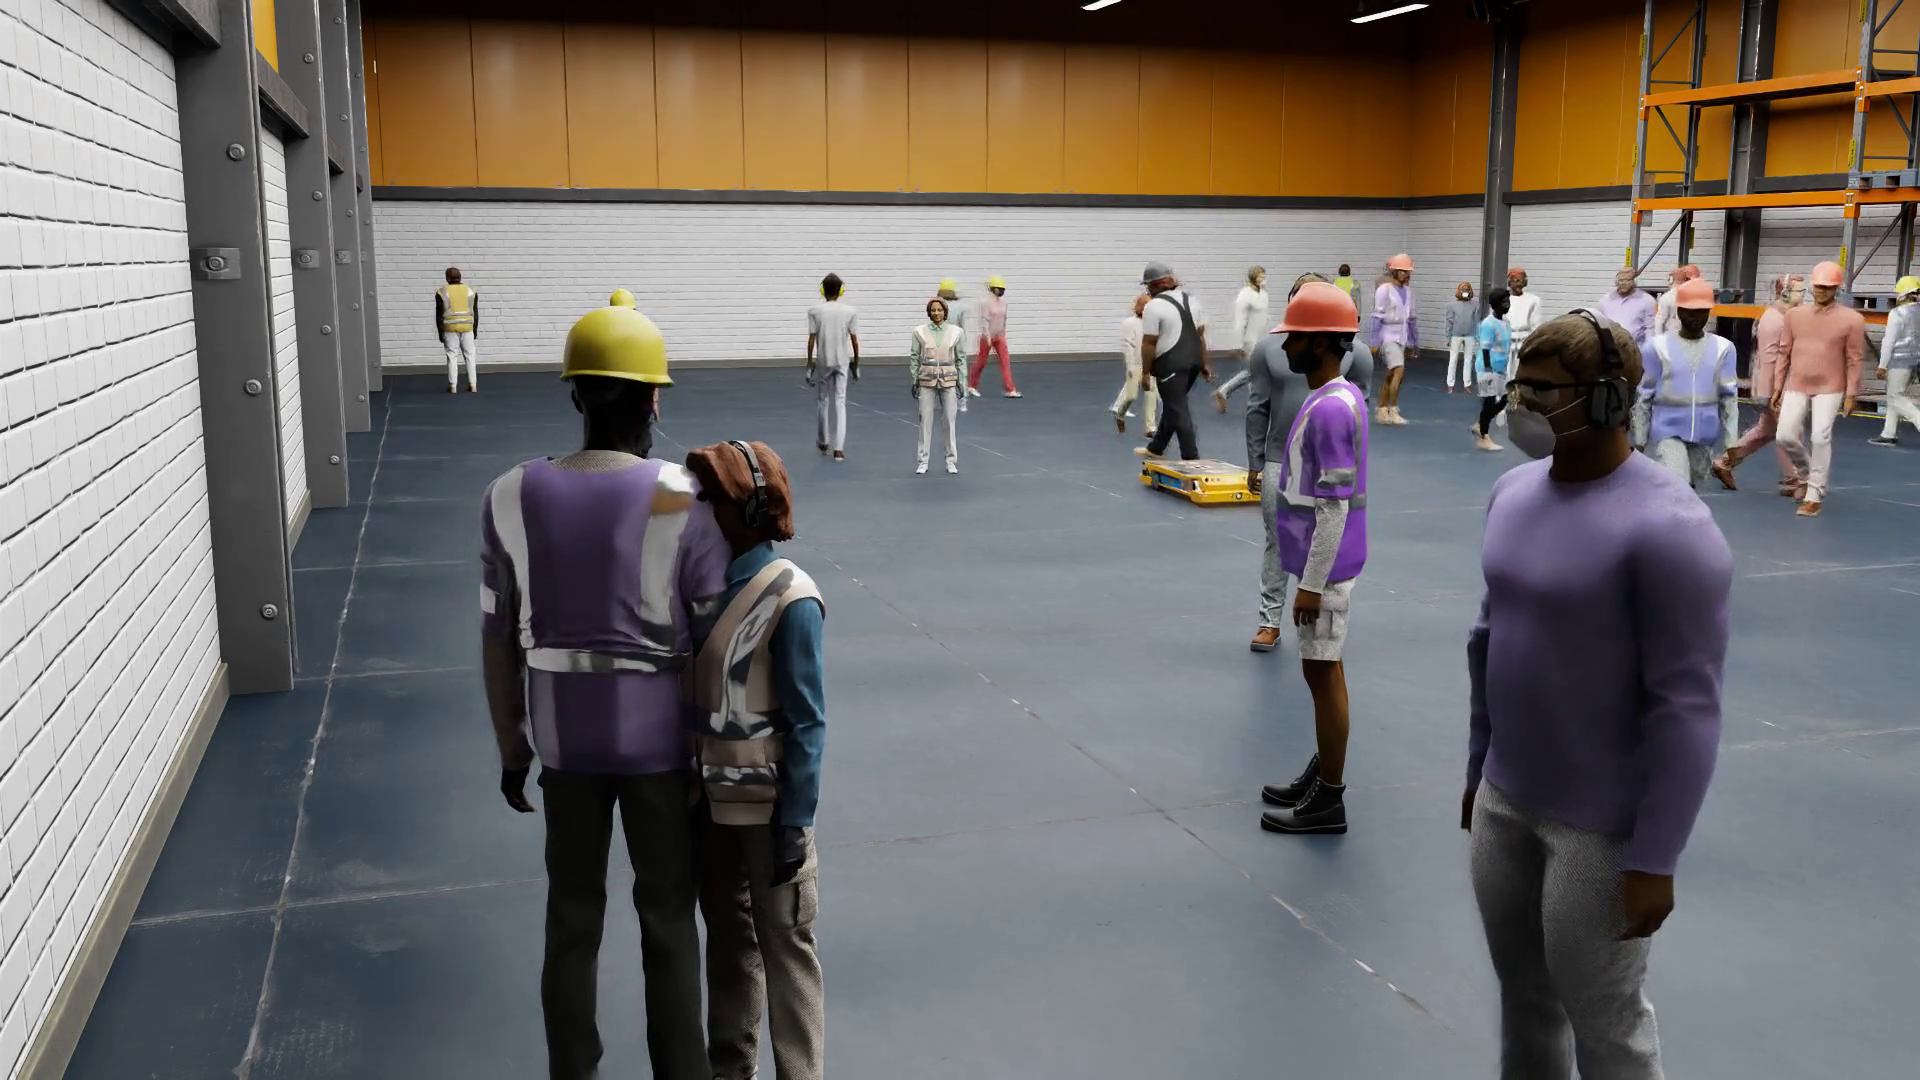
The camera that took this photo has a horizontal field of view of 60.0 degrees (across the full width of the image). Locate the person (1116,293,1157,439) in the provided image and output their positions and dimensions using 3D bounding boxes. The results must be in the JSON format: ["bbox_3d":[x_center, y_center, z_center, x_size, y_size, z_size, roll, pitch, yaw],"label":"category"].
[{"bbox_3d":[1.982,-1.923,18.356,0.490,1.606,0.656,-4,11,-23],"label":"person"}]

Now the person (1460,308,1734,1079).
[{"bbox_3d":[1.191,0.523,3.254,0.352,1.937,0.635,-3,10,-16],"label":"person"}]

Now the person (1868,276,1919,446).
[{"bbox_3d":[9.940,-1.853,17.396,0.594,1.807,0.740,-6,11,-30],"label":"person"}]

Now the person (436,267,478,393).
[{"bbox_3d":[-7.354,-3.069,24.350,0.619,1.839,0.429,-6,11,-31],"label":"person"}]

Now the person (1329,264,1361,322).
[{"bbox_3d":[7.132,-4.208,30.920,0.628,1.843,0.429,3,10,17],"label":"person"}]

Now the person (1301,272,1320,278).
[{"bbox_3d":[4.157,-2.190,19.303,0.928,1.830,0.504,4,11,22],"label":"person"}]

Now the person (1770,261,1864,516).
[{"bbox_3d":[6.699,-1.183,13.009,0.490,1.977,0.646,-9,13,-41],"label":"person"}]

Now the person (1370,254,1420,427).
[{"bbox_3d":[5.188,-2.330,19.517,0.646,2.020,0.720,-8,12,-38],"label":"person"}]

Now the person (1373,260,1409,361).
[{"bbox_3d":[8.109,-4.311,31.327,0.639,1.911,0.402,2,10,10],"label":"person"}]

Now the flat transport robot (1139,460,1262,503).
[{"bbox_3d":[2.071,-0.514,14.075,0.652,0.197,1.431,-3,10,-14],"label":"flat transport robot"}]

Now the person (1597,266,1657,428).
[{"bbox_3d":[7.527,-2.146,18.861,0.658,1.895,0.542,6,12,32],"label":"person"}]

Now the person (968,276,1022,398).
[{"bbox_3d":[0.460,-2.862,23.498,0.536,1.722,0.917,-8,13,-40],"label":"person"}]

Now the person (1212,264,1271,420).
[{"bbox_3d":[3.532,-2.437,20.486,0.856,1.905,0.630,6,12,32],"label":"person"}]

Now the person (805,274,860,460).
[{"bbox_3d":[-1.284,-1.742,16.685,0.551,1.827,0.941,-1,10,-6],"label":"person"}]

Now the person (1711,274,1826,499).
[{"bbox_3d":[6.850,-1.304,14.018,0.897,1.873,0.649,7,12,34],"label":"person"}]

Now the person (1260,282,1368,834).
[{"bbox_3d":[1.248,0.072,5.863,0.361,1.939,0.542,2,10,14],"label":"person"}]

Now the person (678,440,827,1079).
[{"bbox_3d":[-0.479,0.591,3.727,0.307,1.639,0.514,-9,13,-41],"label":"person"}]

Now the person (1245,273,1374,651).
[{"bbox_3d":[1.763,-0.380,8.483,0.629,1.940,0.373,3,10,17],"label":"person"}]

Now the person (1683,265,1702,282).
[{"bbox_3d":[9.600,-2.719,22.167,0.560,1.895,0.983,-4,11,-23],"label":"person"}]

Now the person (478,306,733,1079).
[{"bbox_3d":[-0.762,0.443,3.756,0.594,1.922,0.385,2,10,10],"label":"person"}]

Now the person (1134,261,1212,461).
[{"bbox_3d":[1.968,-1.682,15.721,0.718,2.000,1.011,-10,14,-44],"label":"person"}]

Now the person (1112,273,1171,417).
[{"bbox_3d":[2.339,-2.429,20.589,0.997,1.864,0.588,3,10,18],"label":"person"}]

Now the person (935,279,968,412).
[{"bbox_3d":[-0.165,-2.527,21.612,0.503,1.691,0.898,-6,11,-29],"label":"person"}]

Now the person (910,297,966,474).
[{"bbox_3d":[-0.206,-1.427,15.405,0.517,1.641,0.308,0,10,-2],"label":"person"}]

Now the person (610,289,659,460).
[{"bbox_3d":[-2.567,-1.031,12.747,0.523,1.769,0.319,-3,10,-17],"label":"person"}]

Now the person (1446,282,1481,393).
[{"bbox_3d":[7.347,-2.960,24.324,0.494,1.624,0.280,0,10,1],"label":"person"}]

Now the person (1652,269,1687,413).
[{"bbox_3d":[9.005,-2.479,20.934,0.659,1.847,0.972,-6,11,-31],"label":"person"}]

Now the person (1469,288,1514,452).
[{"bbox_3d":[5.487,-1.748,17.107,0.378,1.682,0.556,9,13,42],"label":"person"}]

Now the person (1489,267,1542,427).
[{"bbox_3d":[6.475,-2.239,19.425,0.597,1.867,0.495,1,10,5],"label":"person"}]

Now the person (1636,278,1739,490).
[{"bbox_3d":[4.490,-0.659,10.255,0.561,1.884,0.980,1,10,8],"label":"person"}]
